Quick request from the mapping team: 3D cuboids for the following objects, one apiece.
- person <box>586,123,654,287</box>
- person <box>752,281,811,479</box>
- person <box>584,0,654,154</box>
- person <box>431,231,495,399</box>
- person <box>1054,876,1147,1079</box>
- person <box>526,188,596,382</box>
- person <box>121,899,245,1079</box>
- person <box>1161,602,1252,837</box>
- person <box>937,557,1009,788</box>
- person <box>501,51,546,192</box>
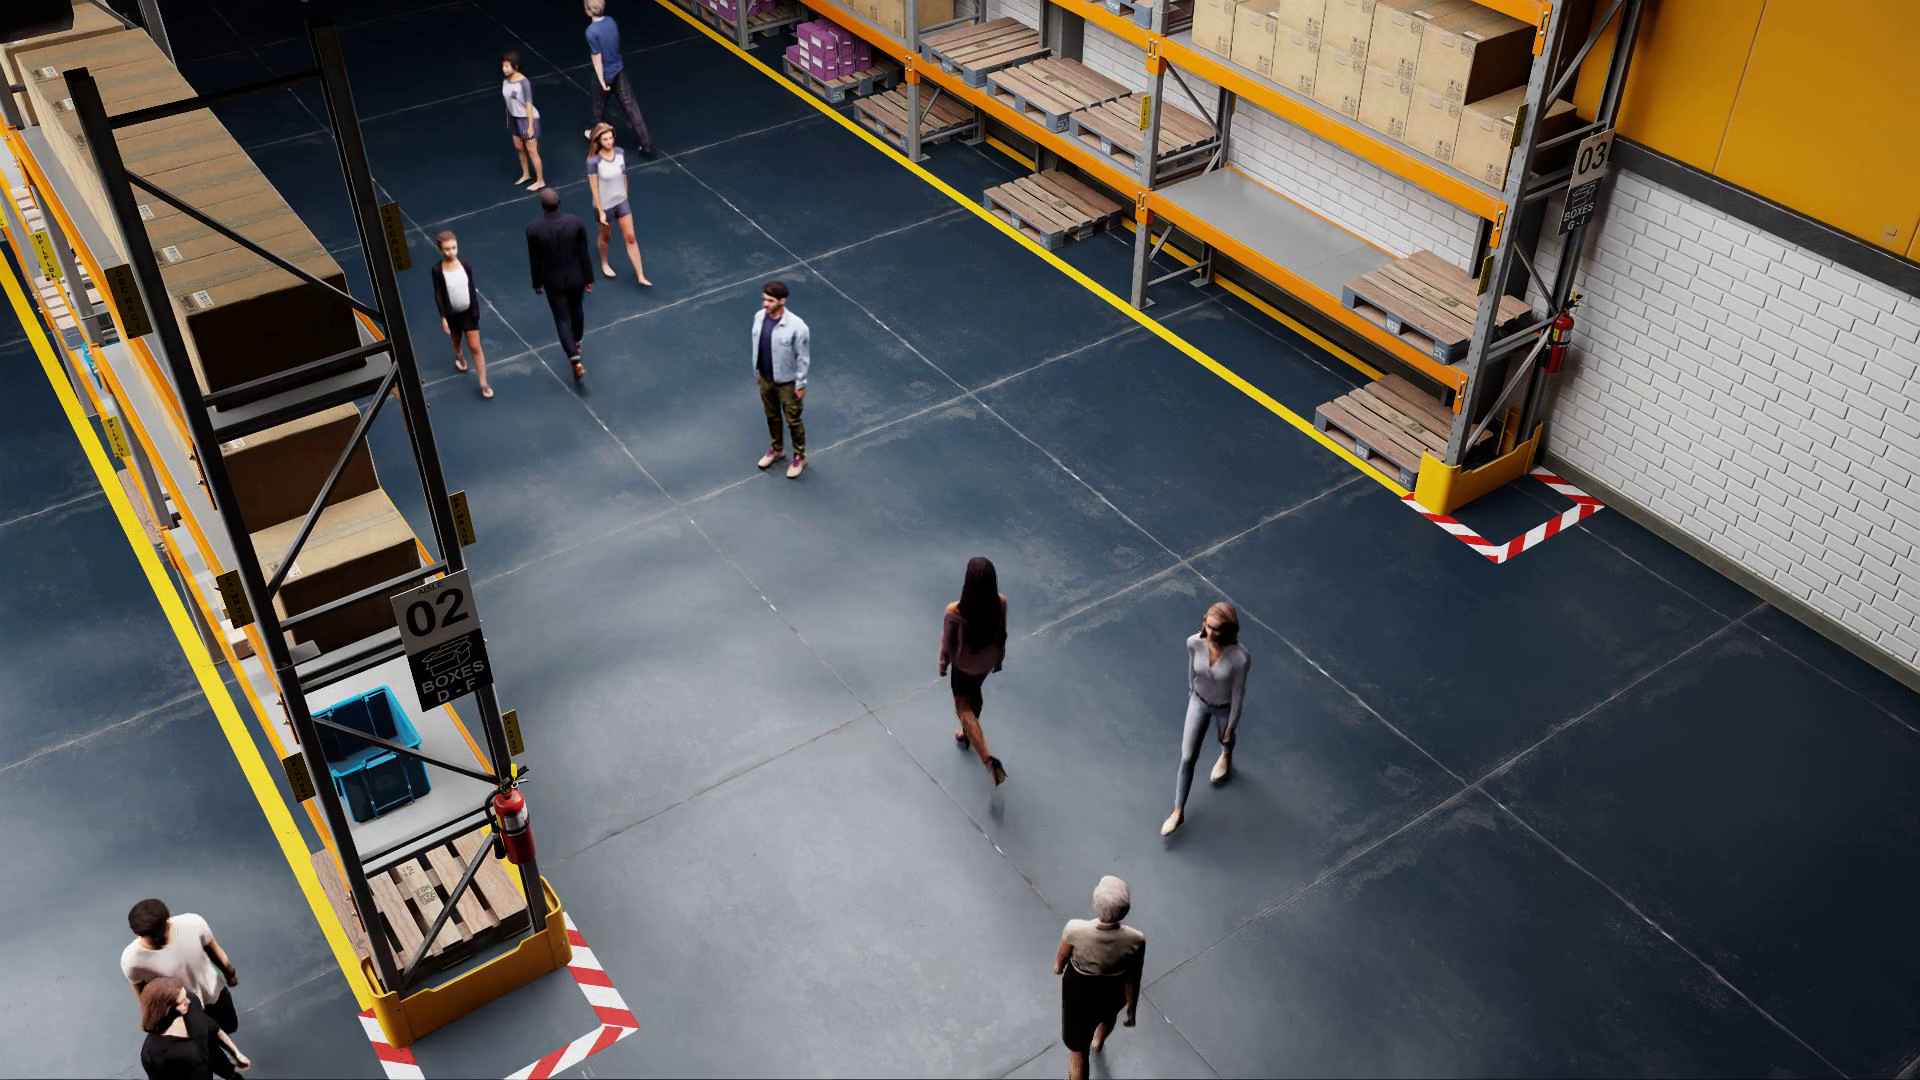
[{"bbox_3d":[-3.511,-3.340,16.485,0.646,1.685,1.014,-26,45,-28],"label":"person"},{"bbox_3d":[-1.494,-1.362,13.906,0.645,1.811,0.808,22,44,25],"label":"person"},{"bbox_3d":[-3.858,-5.173,18.678,1.326,1.811,0.918,27,46,30],"label":"person"},{"bbox_3d":[-4.565,-2.103,15.060,0.663,1.529,1.092,-16,41,-19],"label":"person"},{"bbox_3d":[0.730,2.573,9.058,1.010,1.712,1.148,1,39,1],"label":"person"},{"bbox_3d":[-3.574,-2.294,15.092,0.878,1.788,1.204,-16,41,-19],"label":"person"},{"bbox_3d":[-4.292,2.468,9.203,0.694,1.695,0.935,-30,48,-32],"label":"person"},{"bbox_3d":[1.720,1.065,10.914,1.175,1.753,0.992,21,43,24],"label":"person"},{"bbox_3d":[0.116,0.899,11.092,0.705,1.790,1.039,-17,42,-20],"label":"person"},{"bbox_3d":[-4.750,-4.605,18.168,0.589,1.559,0.708,28,46,30],"label":"person"}]
